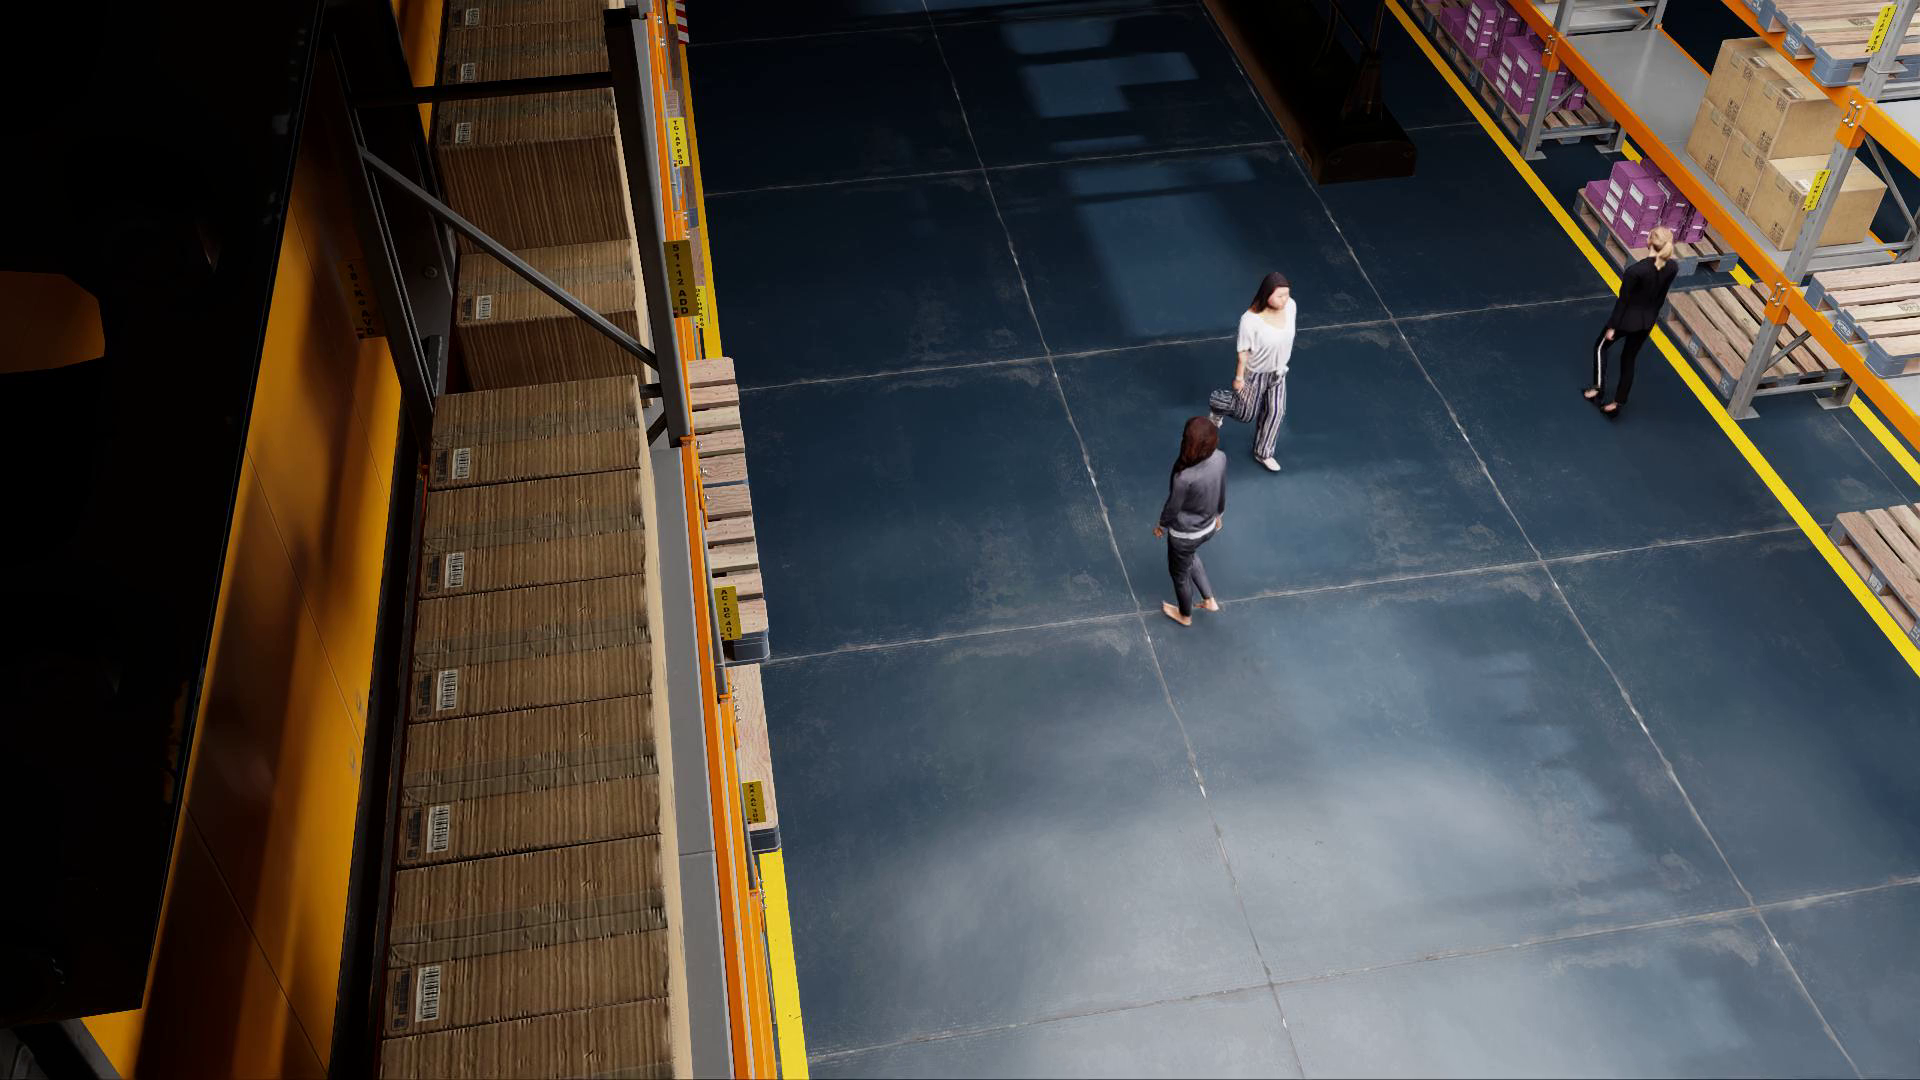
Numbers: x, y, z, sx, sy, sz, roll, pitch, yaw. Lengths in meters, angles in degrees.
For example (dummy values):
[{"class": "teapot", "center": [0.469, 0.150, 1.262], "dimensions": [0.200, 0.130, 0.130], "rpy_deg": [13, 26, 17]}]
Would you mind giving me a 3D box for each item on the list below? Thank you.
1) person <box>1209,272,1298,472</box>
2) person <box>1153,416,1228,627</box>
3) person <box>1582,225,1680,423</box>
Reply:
[{"class": "person", "center": [2.197, -1.310, 12.389], "dimensions": [0.906, 1.657, 1.100], "rpy_deg": [-24, 49, -23]}, {"class": "person", "center": [1.593, -0.048, 10.991], "dimensions": [0.762, 1.759, 0.816], "rpy_deg": [-32, 52, -29]}, {"class": "person", "center": [5.150, -1.588, 12.659], "dimensions": [0.630, 1.689, 0.610], "rpy_deg": [-8, 44, -8]}]
